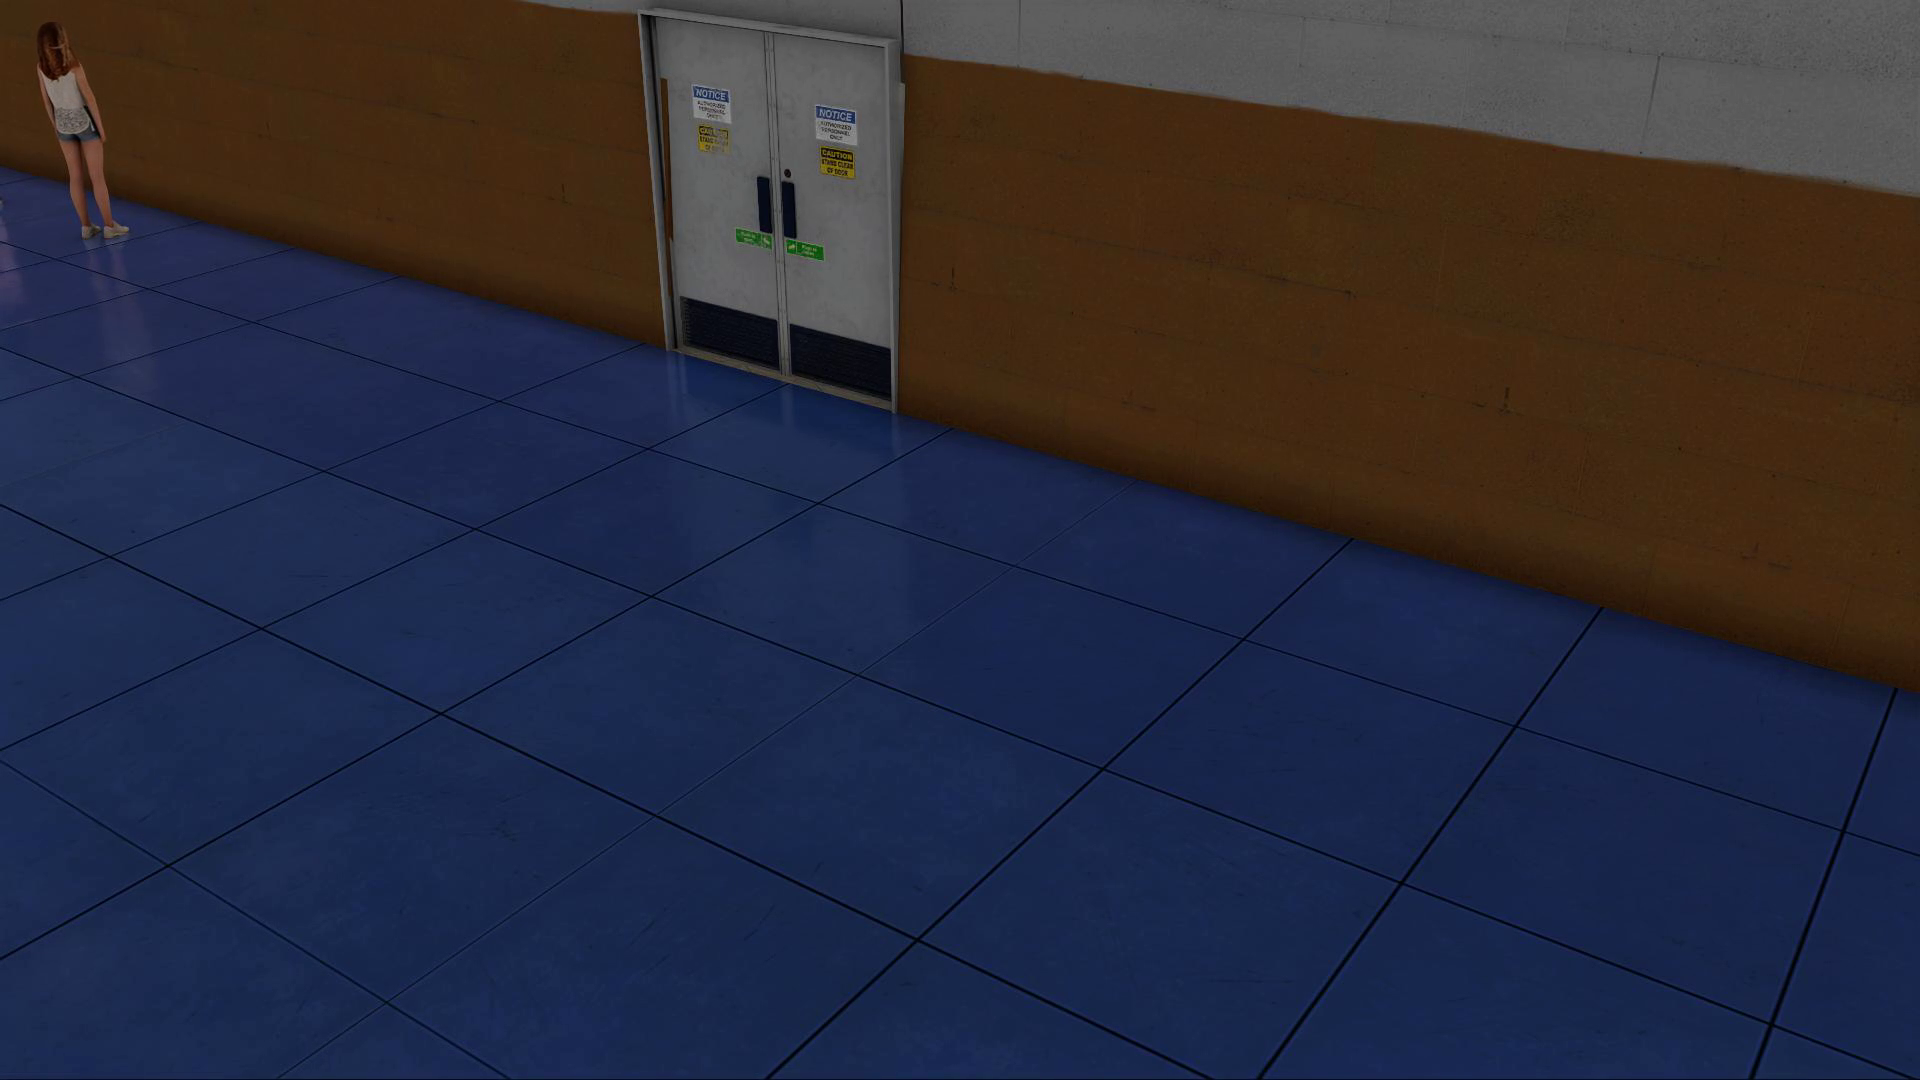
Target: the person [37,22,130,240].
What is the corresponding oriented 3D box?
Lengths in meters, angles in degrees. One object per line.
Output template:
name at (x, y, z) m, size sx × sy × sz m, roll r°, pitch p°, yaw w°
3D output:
person at (-7.269, -3.357, 13.683) m, size 0.651 × 1.759 × 0.673 m, roll 2°, pitch 27°, yaw 3°
